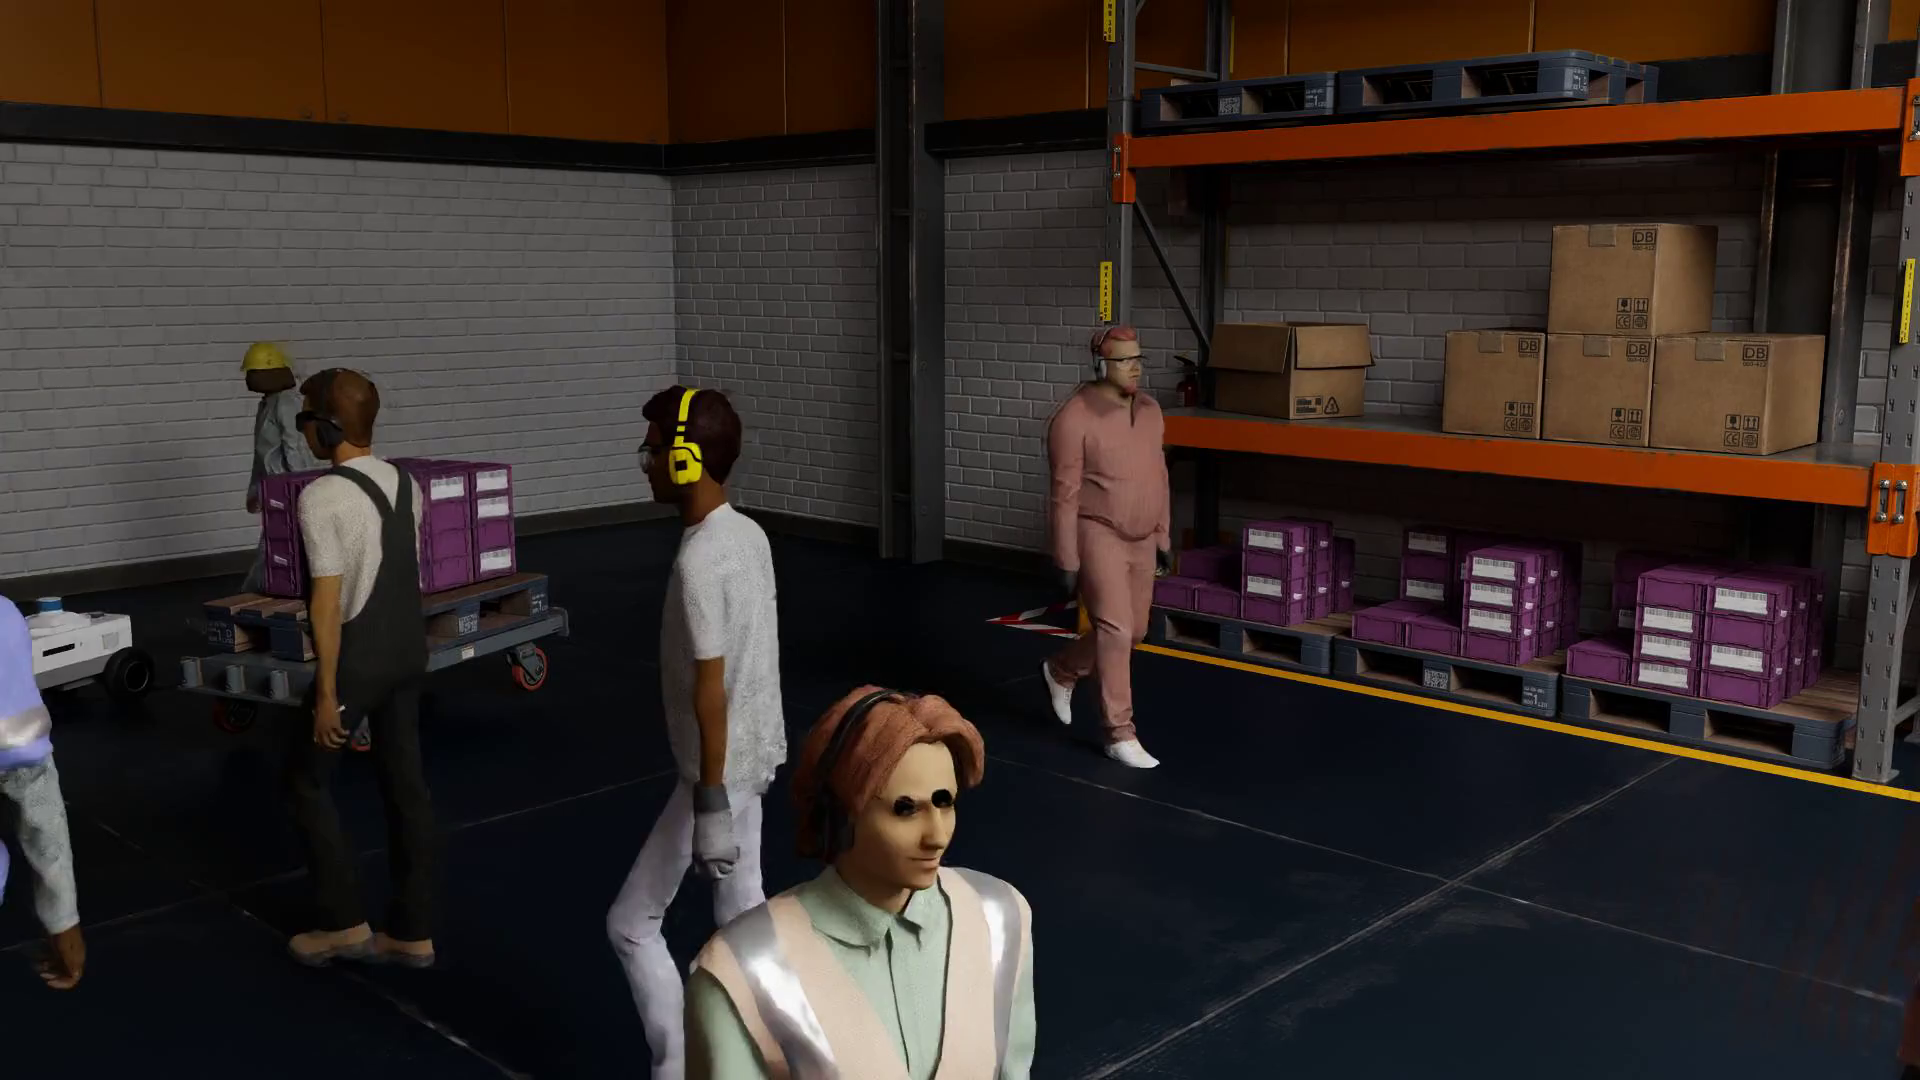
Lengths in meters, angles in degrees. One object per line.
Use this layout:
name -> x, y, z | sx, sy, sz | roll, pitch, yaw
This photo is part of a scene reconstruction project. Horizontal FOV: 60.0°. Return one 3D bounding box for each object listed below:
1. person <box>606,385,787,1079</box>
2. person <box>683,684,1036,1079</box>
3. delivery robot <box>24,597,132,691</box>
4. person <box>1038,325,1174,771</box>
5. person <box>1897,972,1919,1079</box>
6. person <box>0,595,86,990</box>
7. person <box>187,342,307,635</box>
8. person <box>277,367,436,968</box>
person -> -0.672, 0.559, 3.972 | 0.653, 1.846, 0.550 | 1, 9, 7
person -> -0.137, 0.966, 2.143 | 0.526, 1.619, 0.613 | -6, 11, -34
delivery robot -> -4.316, 0.514, 7.917 | 0.477, 0.478, 0.707 | 3, 10, 19
person -> 0.613, 0.005, 7.254 | 0.645, 1.886, 0.759 | -9, 13, -44
person -> 1.597, 0.831, 2.256 | 0.655, 1.866, 0.663 | 1, 9, 7
person -> -2.007, 0.682, 3.139 | 1.010, 1.886, 0.557 | 8, 12, 40
person -> -3.944, -0.258, 9.405 | 0.901, 1.698, 0.507 | -5, 11, -30
person -> -1.861, 0.398, 5.012 | 0.591, 1.826, 0.550 | 3, 10, 19
